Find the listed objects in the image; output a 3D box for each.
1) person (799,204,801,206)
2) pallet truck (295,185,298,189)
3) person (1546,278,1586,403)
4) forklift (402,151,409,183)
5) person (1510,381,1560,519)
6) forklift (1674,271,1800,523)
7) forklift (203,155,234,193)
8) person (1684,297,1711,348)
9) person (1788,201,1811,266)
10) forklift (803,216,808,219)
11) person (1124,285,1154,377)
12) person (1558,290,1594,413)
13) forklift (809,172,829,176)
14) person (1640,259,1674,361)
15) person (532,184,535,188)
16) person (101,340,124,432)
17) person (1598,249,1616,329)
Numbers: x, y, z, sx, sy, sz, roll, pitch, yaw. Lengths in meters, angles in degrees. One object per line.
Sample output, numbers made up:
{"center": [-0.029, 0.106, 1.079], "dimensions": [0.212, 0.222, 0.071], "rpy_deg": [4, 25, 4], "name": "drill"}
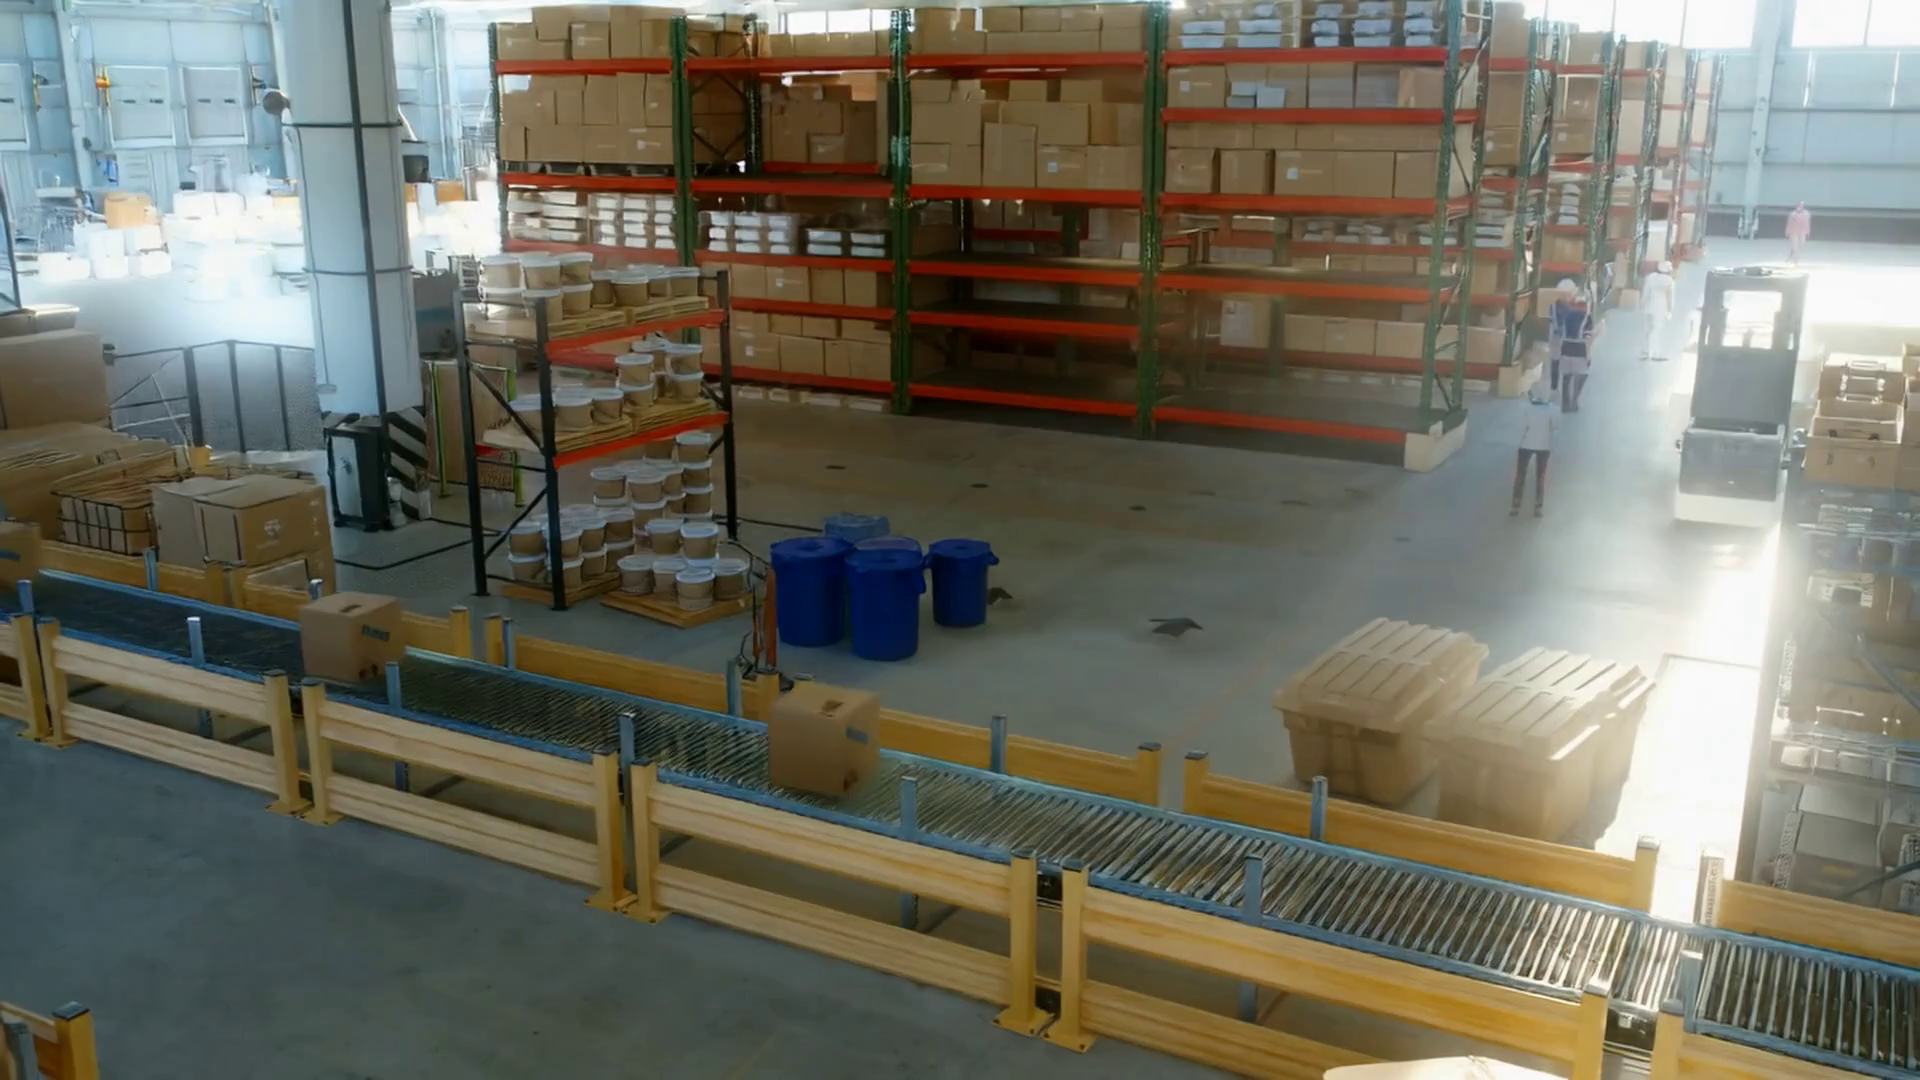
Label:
{"center": [-4.377, -8.572, 47.177], "dimensions": [0.390, 1.914, 0.587], "rpy_deg": [1, 15, 5], "name": "person"}
{"center": [-26.804, -14.617, 69.738], "dimensions": [1.885, 1.965, 0.823], "rpy_deg": [-14, 20, -42], "name": "pallet truck"}
{"center": [9.829, -3.228, 26.912], "dimensions": [0.774, 2.022, 0.611], "rpy_deg": [-13, 19, -40], "name": "person"}
{"center": [-21.612, -13.646, 64.399], "dimensions": [1.873, 2.768, 1.129], "rpy_deg": [1, 15, 2], "name": "forklift"}
{"center": [6.719, -1.056, 19.458], "dimensions": [0.503, 1.632, 0.287], "rpy_deg": [5, 16, 20], "name": "person"}
{"center": [9.269, -1.763, 19.726], "dimensions": [1.129, 2.768, 1.873], "rpy_deg": [8, 17, 27], "name": "forklift"}
{"center": [-26.676, -12.494, 60.067], "dimensions": [1.129, 2.768, 1.873], "rpy_deg": [3, 15, 11], "name": "forklift"}
{"center": [12.332, -3.248, 27.713], "dimensions": [0.521, 1.613, 0.559], "rpy_deg": [11, 18, 35], "name": "person"}
{"center": [24.699, -9.041, 48.995], "dimensions": [0.661, 1.882, 0.577], "rpy_deg": [-2, 15, -9], "name": "person"}
{"center": [-3.181, -4.748, 30.950], "dimensions": [1.873, 2.768, 1.129], "rpy_deg": [8, 17, 28], "name": "forklift"}
{"center": [3.161, -3.705, 29.310], "dimensions": [0.447, 1.689, 0.539], "rpy_deg": [7, 16, 24], "name": "person"}
{"center": [9.596, -2.927, 25.941], "dimensions": [0.567, 1.922, 0.401], "rpy_deg": [14, 20, 43], "name": "person"}
{"center": [-5.181, -12.877, 61.509], "dimensions": [1.873, 2.768, 1.129], "rpy_deg": [8, 17, 28], "name": "forklift"}
{"center": [13.081, -4.299, 31.151], "dimensions": [0.398, 1.899, 0.650], "rpy_deg": [-7, 17, -26], "name": "person"}
{"center": [-17.021, -13.491, 66.098], "dimensions": [0.530, 1.689, 0.321], "rpy_deg": [3, 15, 10], "name": "person"}
{"center": [-11.253, -1.776, 21.994], "dimensions": [0.859, 1.708, 0.543], "rpy_deg": [0, 15, 1], "name": "person"}
{"center": [13.827, -5.381, 35.612], "dimensions": [0.319, 1.690, 0.527], "rpy_deg": [9, 17, 29], "name": "person"}
